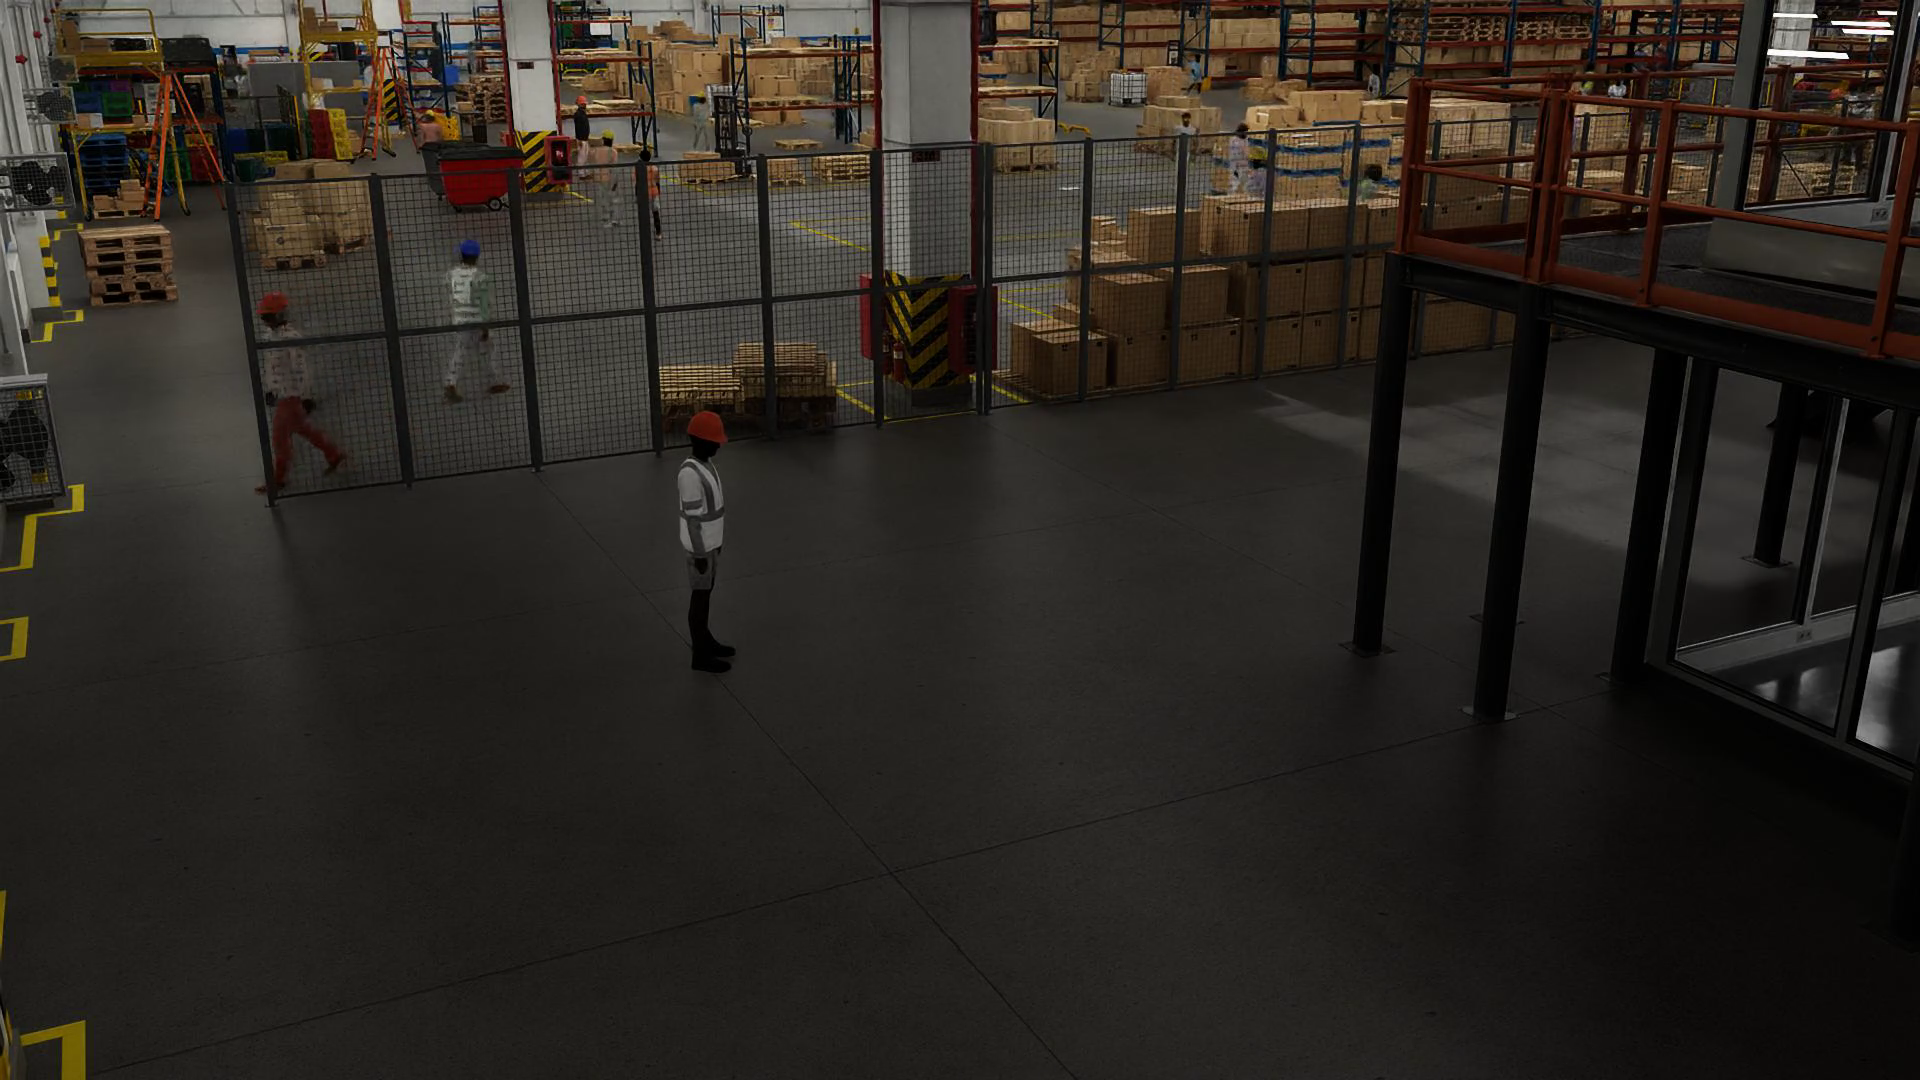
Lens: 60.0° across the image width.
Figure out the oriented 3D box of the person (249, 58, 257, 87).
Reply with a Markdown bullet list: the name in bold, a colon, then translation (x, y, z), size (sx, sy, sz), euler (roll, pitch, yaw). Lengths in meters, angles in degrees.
- **person**: translation (-24.403, -15.691, 57.591), size (0.377, 1.940, 0.549), euler (-7, 20, -19)

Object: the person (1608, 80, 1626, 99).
- **person**: translation (20.653, -13.748, 52.362), size (0.555, 1.651, 0.860), euler (5, 20, 14)

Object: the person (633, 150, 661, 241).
- **person**: translation (-5.827, -6.414, 31.048), size (0.530, 1.697, 0.321), euler (-11, 22, -29)

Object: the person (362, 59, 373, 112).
- **person**: translation (-20.554, -15.680, 57.607), size (0.977, 1.893, 0.661), euler (1, 19, 3)

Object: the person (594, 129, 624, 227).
- **person**: translation (-6.917, -7.127, 32.818), size (0.583, 1.901, 0.596), euler (8, 21, 23)

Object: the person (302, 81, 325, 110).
- **person**: translation (-18.346, -12.124, 47.379), size (0.586, 1.858, 0.769), euler (-13, 23, -34)

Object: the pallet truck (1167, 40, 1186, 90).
- **pallet truck**: translation (9.045, -19.971, 69.895), size (0.823, 1.965, 1.885), euler (-3, 19, -8)

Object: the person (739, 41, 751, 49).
- **person**: translation (-9.451, -20.991, 73.017), size (0.622, 1.889, 0.508), euler (1, 19, 2)

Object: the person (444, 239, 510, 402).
- **person**: translation (-5.808, -2.592, 19.659), size (0.610, 1.916, 0.945), euler (8, 20, 21)

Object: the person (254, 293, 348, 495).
- **person**: translation (-6.575, -1.484, 16.366), size (0.629, 1.955, 0.992), euler (18, 26, 41)

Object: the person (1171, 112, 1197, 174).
- **person**: translation (5.053, -8.640, 37.312), size (0.542, 1.823, 0.932), euler (-2, 19, -4)

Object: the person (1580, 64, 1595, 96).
- **person**: translation (22.261, -16.029, 58.975), size (0.592, 1.659, 0.323), euler (-9, 21, -24)

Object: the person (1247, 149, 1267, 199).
- **person**: translation (5.291, -5.955, 29.443), size (0.941, 1.890, 0.596), euler (9, 21, 25)

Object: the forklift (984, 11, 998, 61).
- **forklift**: translation (1.552, -25.166, 83.622), size (1.873, 2.768, 1.129), euler (-9, 21, -25)

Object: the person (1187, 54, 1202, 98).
- **person**: translation (9.280, -18.284, 65.490), size (0.535, 1.674, 0.707), euler (-11, 22, -29)

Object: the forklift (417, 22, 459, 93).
- **forklift**: translation (-21.421, -19.530, 67.284), size (1.129, 2.768, 1.873), euler (14, 23, 35)

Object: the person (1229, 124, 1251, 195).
- **person**: translation (5.963, -7.783, 34.834), size (0.704, 1.817, 0.649), euler (16, 25, 39)

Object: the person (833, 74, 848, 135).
- **person**: translation (-3.635, -13.340, 50.919), size (0.402, 1.834, 0.555), euler (17, 25, 41)

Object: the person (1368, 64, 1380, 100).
- **person**: translation (13.381, -14.418, 53.845), size (0.369, 1.967, 0.601), euler (10, 22, 28)

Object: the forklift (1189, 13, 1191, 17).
- **forklift**: translation (10.532, -23.760, 79.546), size (1.129, 2.768, 1.873), euler (-9, 21, -25)

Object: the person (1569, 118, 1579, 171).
- **person**: translation (13.986, -9.125, 38.413), size (0.413, 2.035, 0.601), euler (-4, 19, -12)

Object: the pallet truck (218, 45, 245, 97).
- **pallet truck**: translation (-28.879, -18.665, 66.111), size (0.823, 1.965, 1.885), euler (-3, 19, -9)

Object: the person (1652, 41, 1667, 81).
- **person**: translation (31.413, -21.525, 74.565), size (0.644, 1.875, 0.731), euler (-4, 19, -11)

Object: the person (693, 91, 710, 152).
- **person**: translation (-7.105, -11.446, 45.617), size (0.492, 1.717, 0.803), euler (-11, 22, -30)

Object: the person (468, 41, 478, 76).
- **person**: translation (-20.916, -20.497, 71.598), size (0.375, 1.900, 0.782), euler (3, 19, 7)

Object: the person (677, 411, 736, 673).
- **person**: translation (-1.836, 0.005, 12.096), size (0.373, 1.928, 0.543), euler (1, 19, 2)

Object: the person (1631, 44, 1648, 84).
- **person**: translation (27.912, -19.421, 68.391), size (0.635, 1.937, 0.354), euler (4, 19, 11)

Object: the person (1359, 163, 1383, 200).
- **person**: translation (6.817, -5.391, 27.896), size (0.530, 1.820, 0.637), euler (4, 19, 11)

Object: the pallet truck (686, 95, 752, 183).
- **pallet truck**: translation (-5.836, -9.608, 39.856), size (0.823, 1.965, 1.885), euler (10, 22, 27)

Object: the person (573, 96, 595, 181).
- **person**: translation (-9.068, -9.662, 40.016), size (0.375, 1.995, 0.609), euler (1, 19, 4)

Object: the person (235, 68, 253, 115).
- **person**: translation (-24.976, -15.651, 57.986), size (0.532, 1.590, 0.855), euler (2, 19, 5)

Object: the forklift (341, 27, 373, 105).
- **forklift**: translation (-22.275, -17.346, 60.954), size (1.873, 2.768, 1.129), euler (-9, 21, -25)

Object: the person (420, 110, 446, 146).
- **person**: translation (-12.365, -9.247, 39.218), size (0.532, 1.735, 0.772), euler (3, 19, 7)
